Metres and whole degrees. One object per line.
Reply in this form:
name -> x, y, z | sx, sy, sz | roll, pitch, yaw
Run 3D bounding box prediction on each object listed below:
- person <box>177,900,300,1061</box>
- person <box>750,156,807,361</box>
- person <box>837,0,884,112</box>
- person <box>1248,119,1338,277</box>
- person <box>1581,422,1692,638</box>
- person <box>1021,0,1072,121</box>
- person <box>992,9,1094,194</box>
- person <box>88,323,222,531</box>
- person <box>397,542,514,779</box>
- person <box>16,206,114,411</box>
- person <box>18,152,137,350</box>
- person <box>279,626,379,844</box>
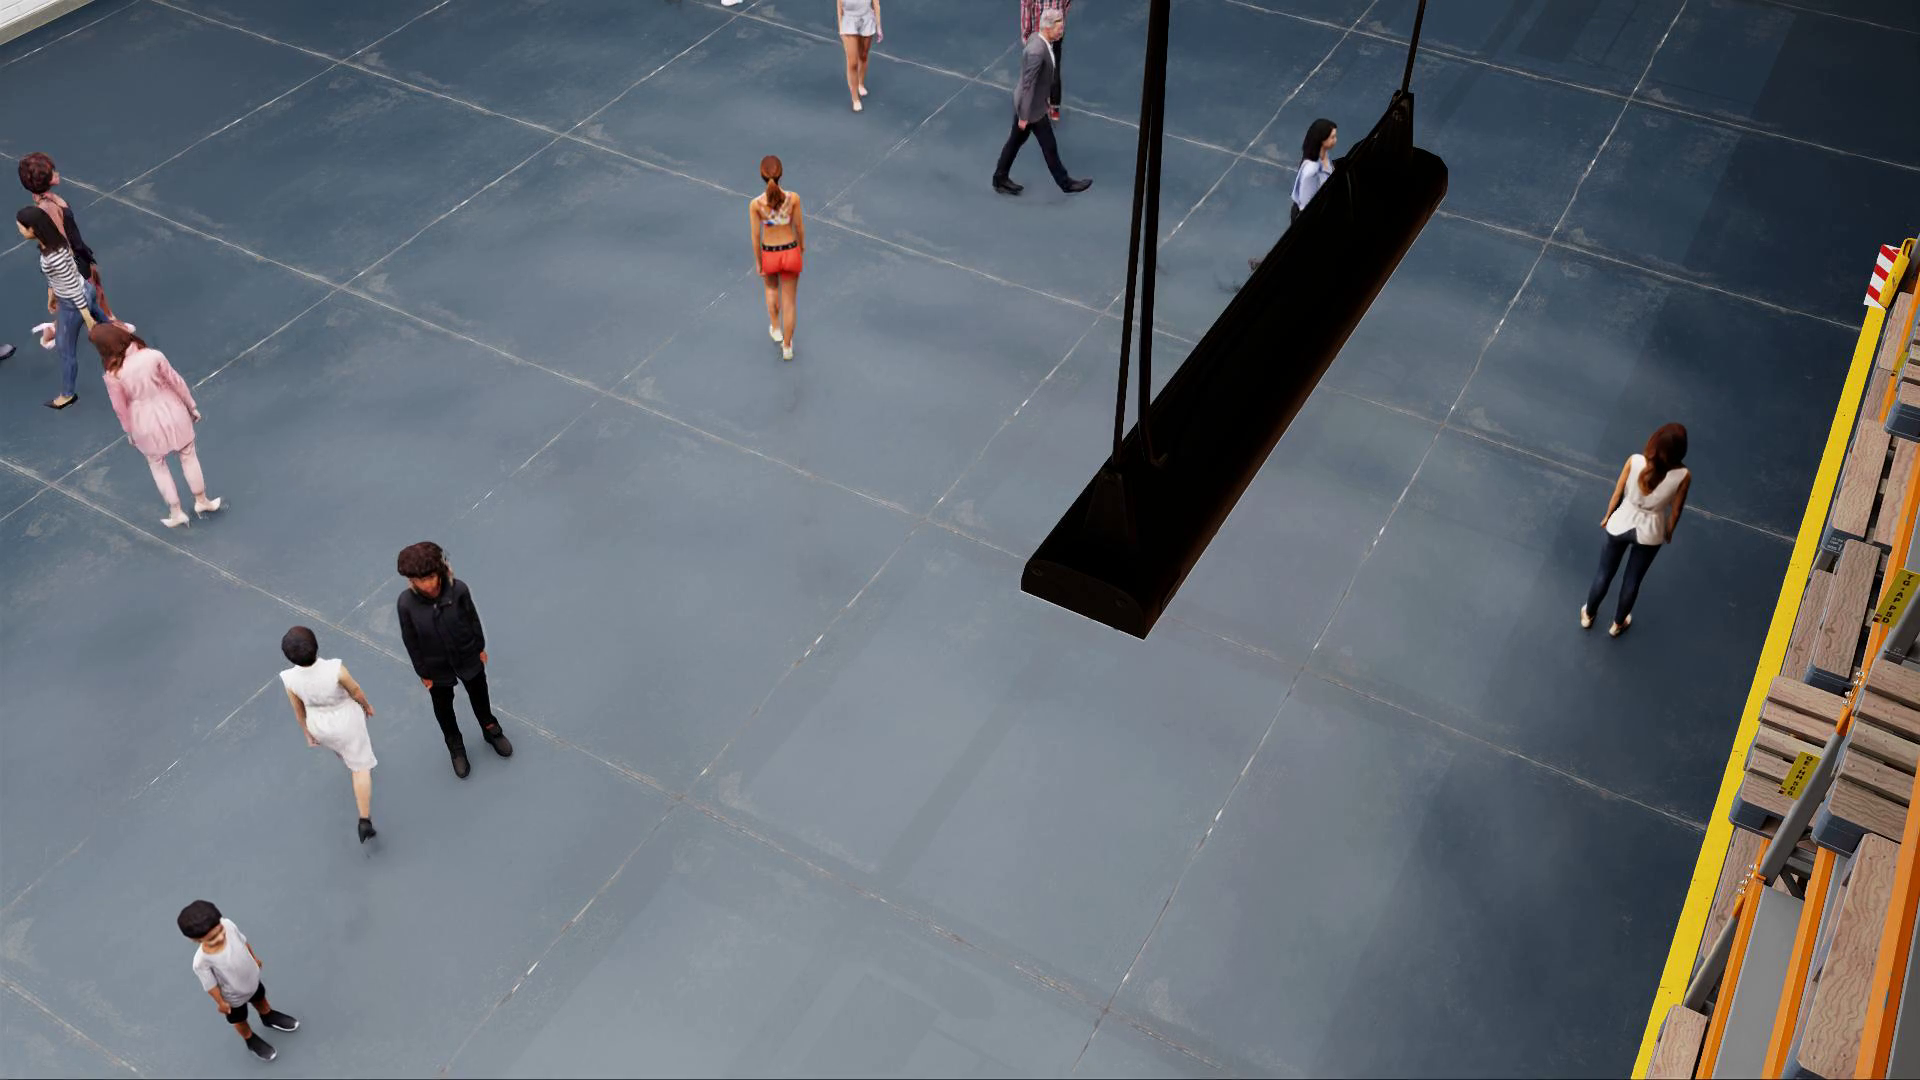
person -> -3.888, 2.322, 8.876 | 0.579, 1.257, 0.467 | 14, 45, 14
person -> -1.416, -2.191, 13.237 | 0.753, 1.775, 0.818 | -5, 44, -5
person -> -1.022, -5.146, 16.472 | 0.869, 1.592, 0.913 | -13, 45, -14
person -> 2.794, -2.705, 13.810 | 0.706, 1.730, 0.773 | 20, 47, 19
person -> 4.466, -0.061, 10.994 | 0.597, 1.785, 0.520 | 20, 47, 20
person -> 0.848, -4.921, 16.132 | 1.115, 1.735, 1.218 | -7, 44, -7
person -> 0.569, -3.930, 15.059 | 1.162, 1.780, 1.250 | 5, 44, 5
person -> -5.651, -0.826, 11.797 | 0.674, 1.785, 0.807 | -9, 44, -9
person -> -3.140, 0.700, 10.199 | 0.691, 1.781, 0.785 | -24, 49, -23
person -> -6.702, -1.819, 12.864 | 1.119, 1.751, 0.976 | -18, 46, -18
person -> -7.196, -2.240, 13.292 | 1.028, 1.770, 0.798 | -27, 50, -25
person -> -3.708, 1.152, 9.914 | 0.949, 1.519, 1.070 | -5, 44, -6
